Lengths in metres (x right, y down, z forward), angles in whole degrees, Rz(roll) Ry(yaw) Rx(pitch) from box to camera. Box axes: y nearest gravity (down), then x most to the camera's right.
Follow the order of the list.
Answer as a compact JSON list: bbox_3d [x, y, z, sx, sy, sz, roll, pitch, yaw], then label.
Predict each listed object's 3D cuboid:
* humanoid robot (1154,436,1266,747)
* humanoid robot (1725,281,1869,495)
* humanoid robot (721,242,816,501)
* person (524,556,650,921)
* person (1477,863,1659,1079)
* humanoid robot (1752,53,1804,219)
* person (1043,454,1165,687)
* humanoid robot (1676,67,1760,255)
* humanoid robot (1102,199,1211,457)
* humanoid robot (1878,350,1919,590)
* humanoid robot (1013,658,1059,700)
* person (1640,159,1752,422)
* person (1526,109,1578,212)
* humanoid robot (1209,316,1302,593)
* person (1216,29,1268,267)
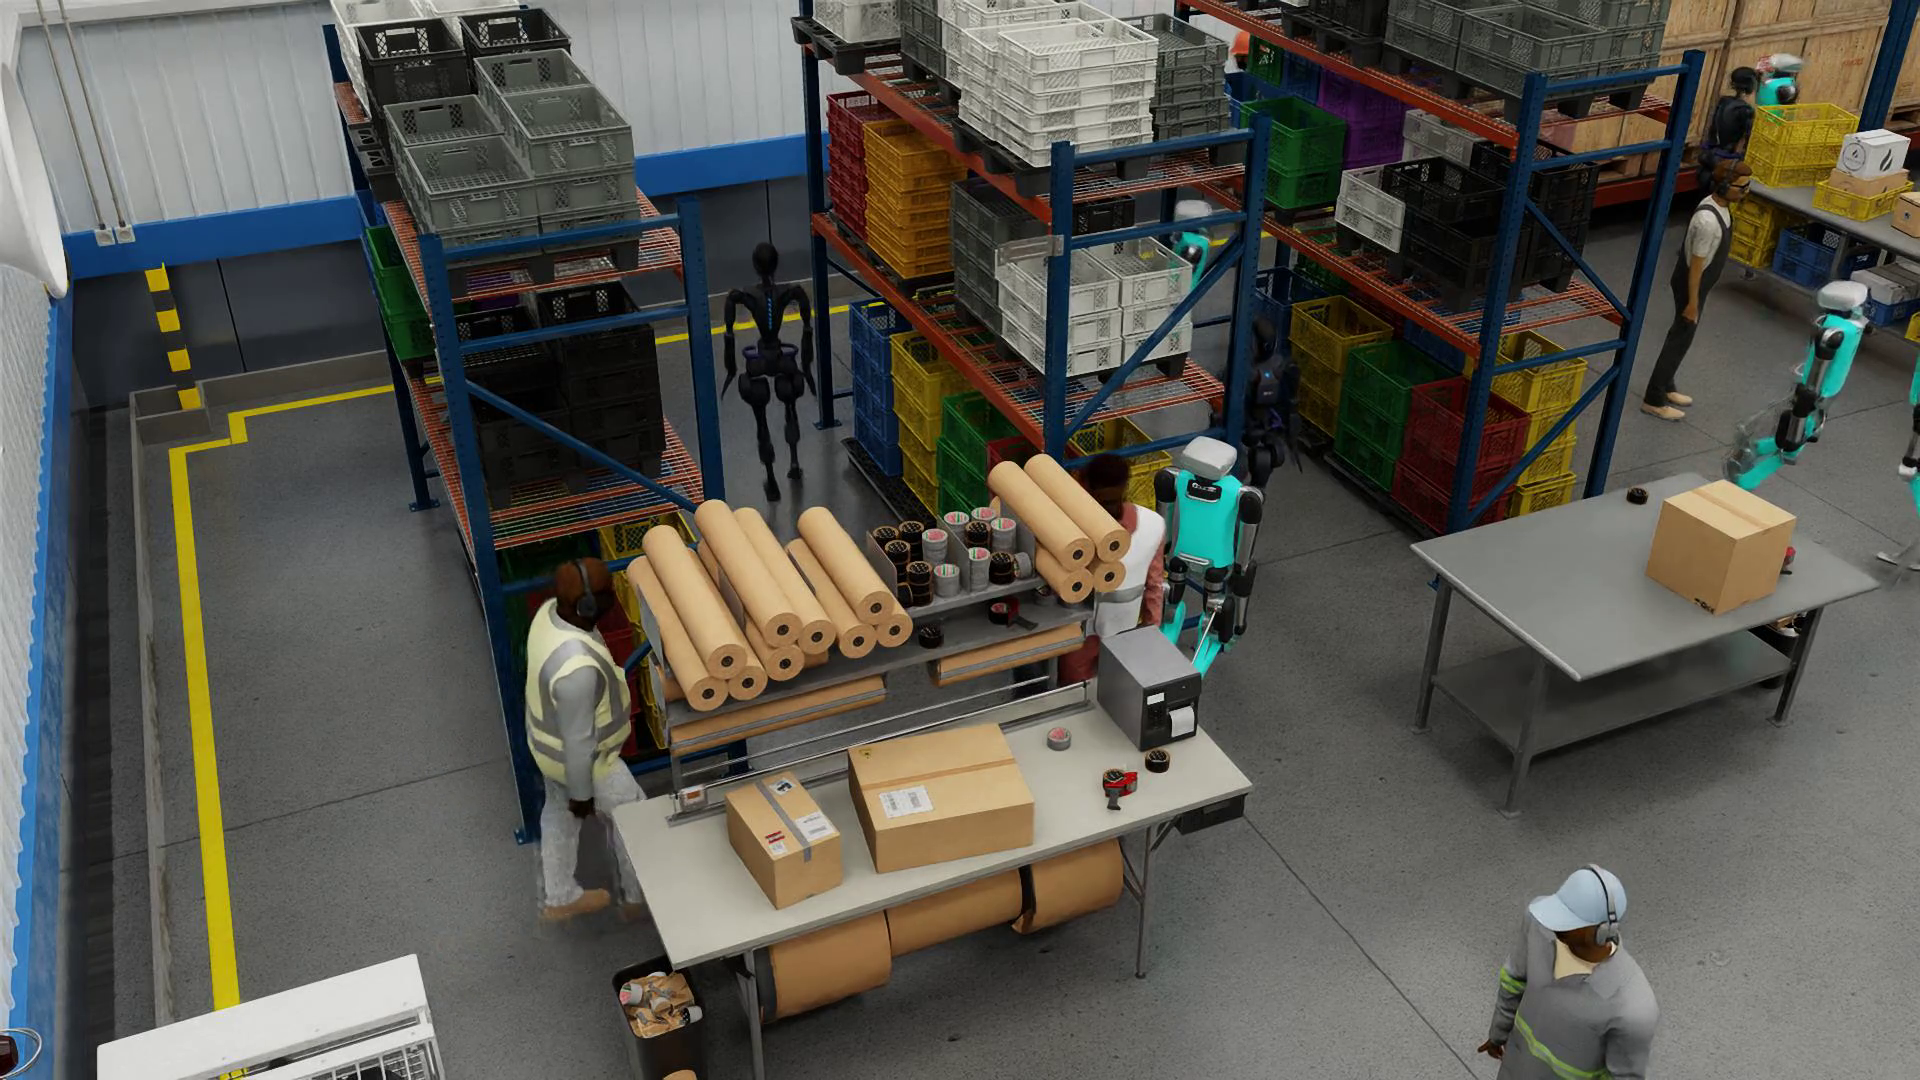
[{"bbox_3d":[1.038,0.387,7.813,0.533,1.677,0.735,16,35,24],"label":"humanoid robot"},{"bbox_3d":[4.755,-0.665,9.725,0.658,1.880,0.541,25,40,35],"label":"humanoid robot"},{"bbox_3d":[-1.194,-1.042,10.326,0.599,1.644,0.418,-7,32,-11],"label":"humanoid robot"},{"bbox_3d":[-1.537,0.871,7.087,0.738,1.807,0.637,-15,35,-23],"label":"person"},{"bbox_3d":[1.948,1.798,5.540,0.398,1.851,0.594,-12,33,-18],"label":"person"},{"bbox_3d":[6.689,-3.059,13.525,0.649,1.784,0.535,-1,32,-2],"label":"humanoid robot"},{"bbox_3d":[0.633,0.426,7.719,0.589,1.909,0.413,-1,32,-2],"label":"person"},{"bbox_3d":[6.202,-3.019,13.529,0.324,1.652,0.589,-5,32,-9],"label":"humanoid robot"},{"bbox_3d":[1.154,-1.335,10.758,0.807,1.800,0.548,3,32,5],"label":"humanoid robot"},{"bbox_3d":[5.601,-0.457,9.387,0.720,1.864,0.533,20,37,29],"label":"humanoid robot"},{"bbox_3d":[0.463,0.524,7.775,0.333,1.645,0.611,25,39,34],"label":"humanoid robot"},{"bbox_3d":[4.964,-1.683,11.217,0.332,1.837,0.506,16,35,24],"label":"person"},{"bbox_3d":[4.818,-3.044,13.494,0.337,1.759,0.526,27,40,36],"label":"person"},{"bbox_3d":[1.695,-0.495,9.447,0.609,1.638,0.626,-10,33,-16],"label":"humanoid robot"},{"bbox_3d":[2.297,-3.184,13.553,0.376,1.932,0.550,16,35,25],"label":"person"}]
